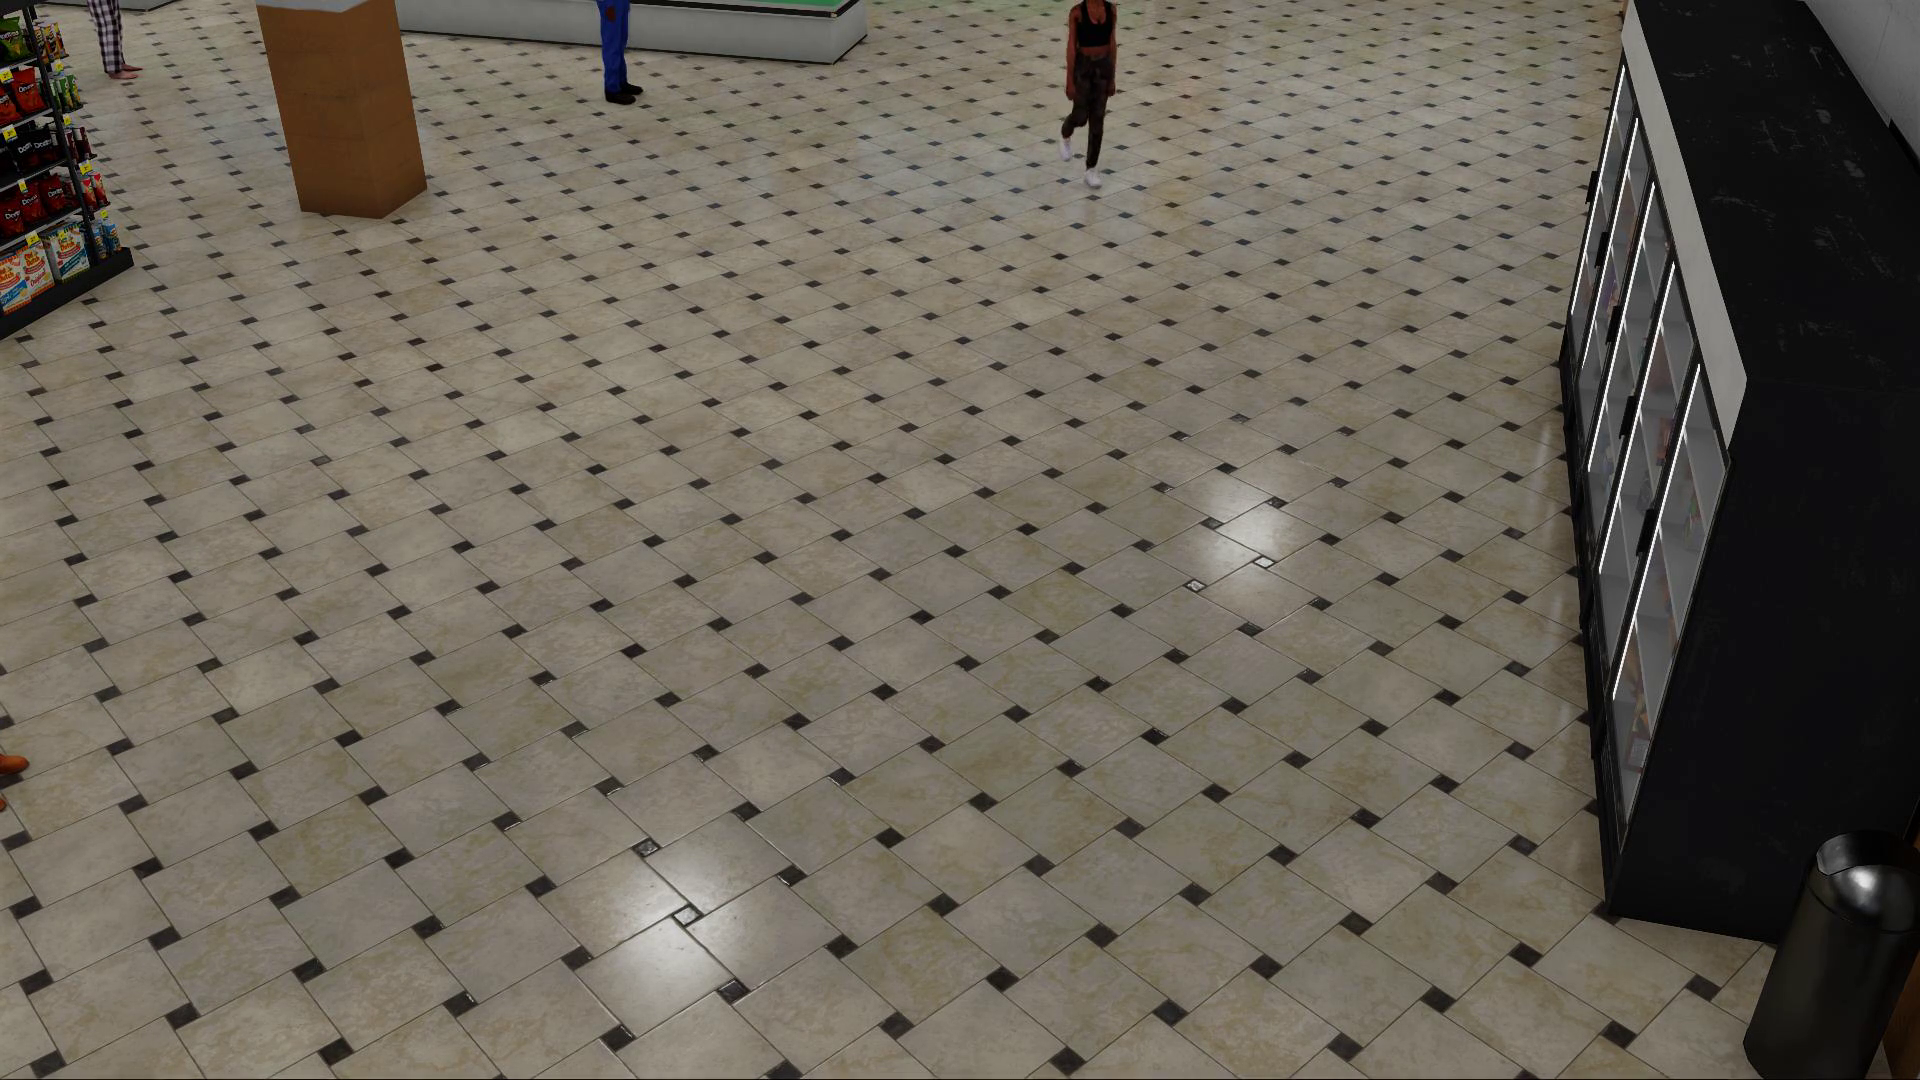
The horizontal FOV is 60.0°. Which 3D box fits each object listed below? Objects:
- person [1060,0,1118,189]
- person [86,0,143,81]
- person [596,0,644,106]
[{"bbox_3d":[1.000,-3.654,13.039,0.922,1.683,0.915,-10,33,-16],"label":"person"},{"bbox_3d":[-8.022,-5.246,15.442,0.687,1.848,0.699,-6,32,-10],"label":"person"},{"bbox_3d":[-3.100,-4.850,14.838,0.601,1.812,0.696,4,32,6],"label":"person"}]
